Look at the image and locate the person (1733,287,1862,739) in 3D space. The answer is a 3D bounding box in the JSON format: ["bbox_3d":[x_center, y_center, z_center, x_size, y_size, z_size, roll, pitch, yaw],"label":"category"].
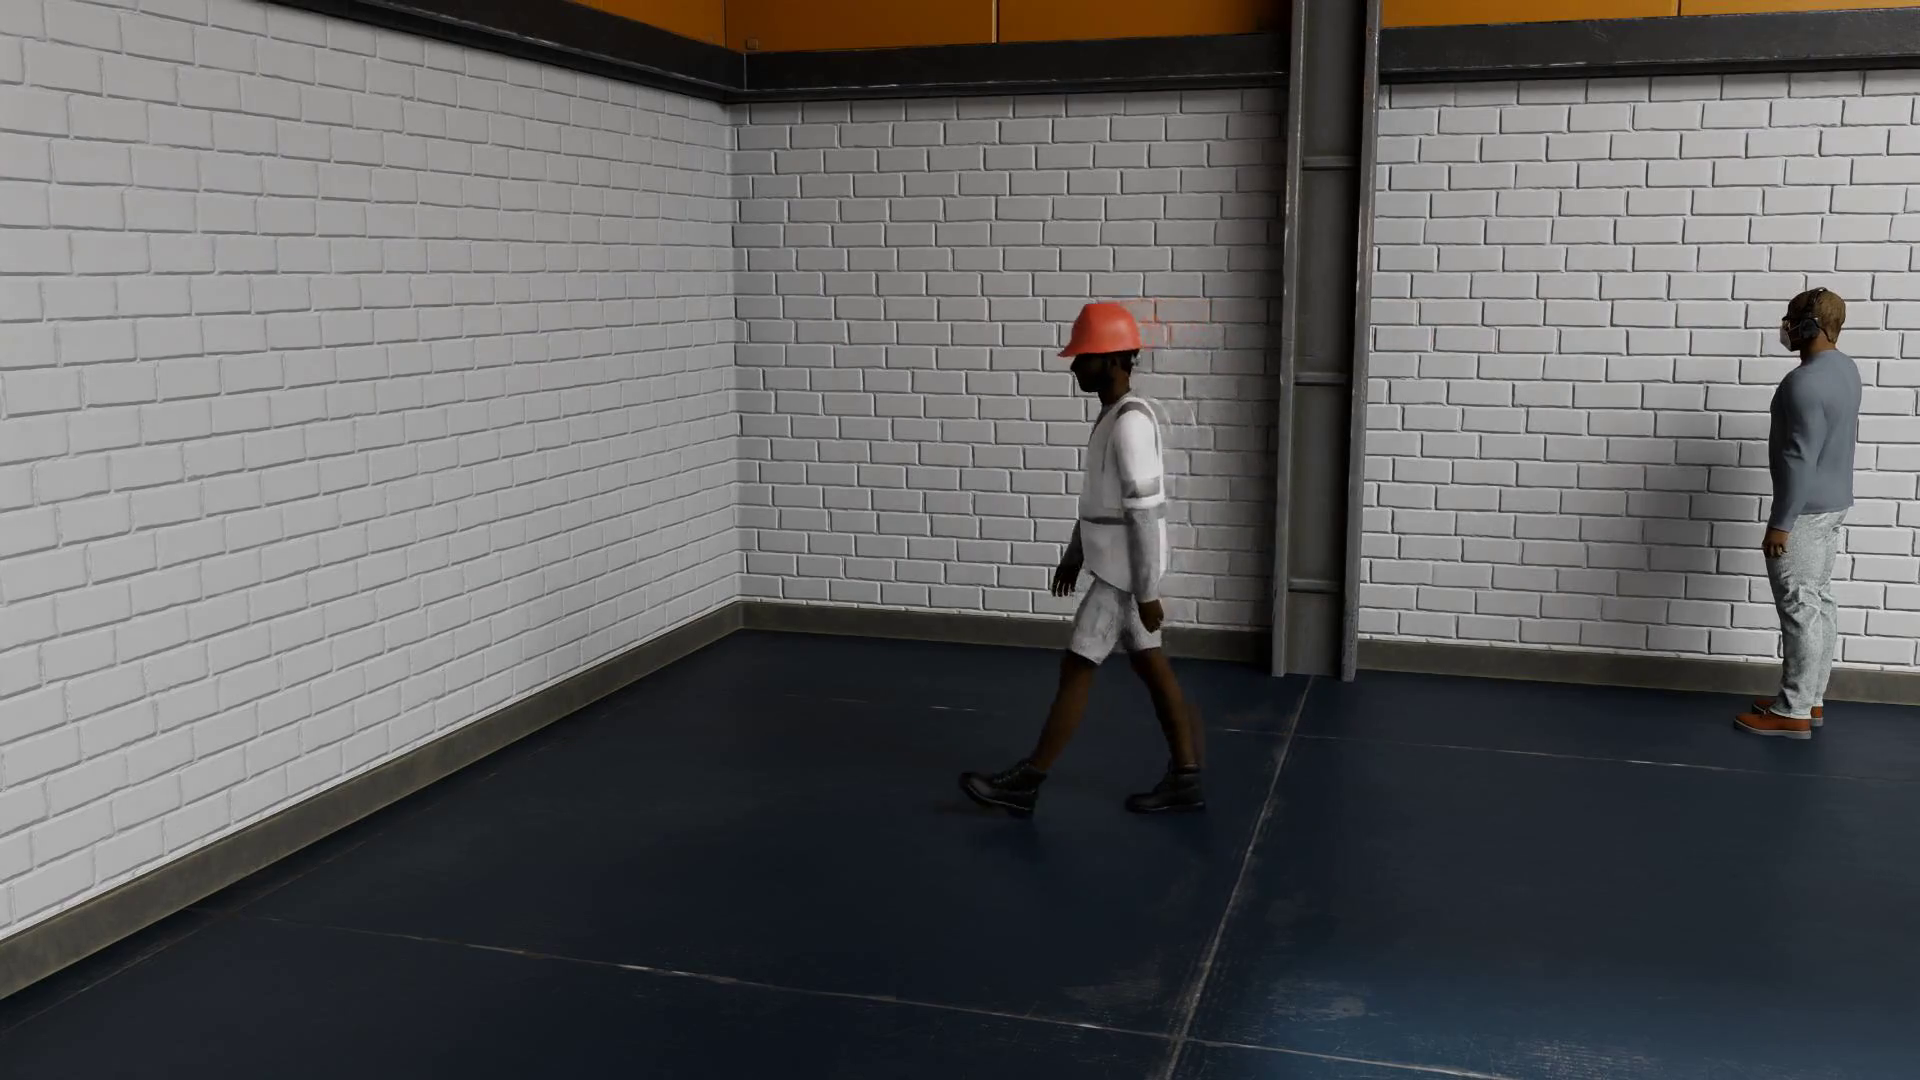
[{"bbox_3d":[3.635,-0.113,7.179,0.372,1.940,0.631,8,12,40],"label":"person"}]

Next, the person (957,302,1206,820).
[{"bbox_3d":[0.470,0.093,6.059,0.977,1.888,0.553,1,9,5],"label":"person"}]
